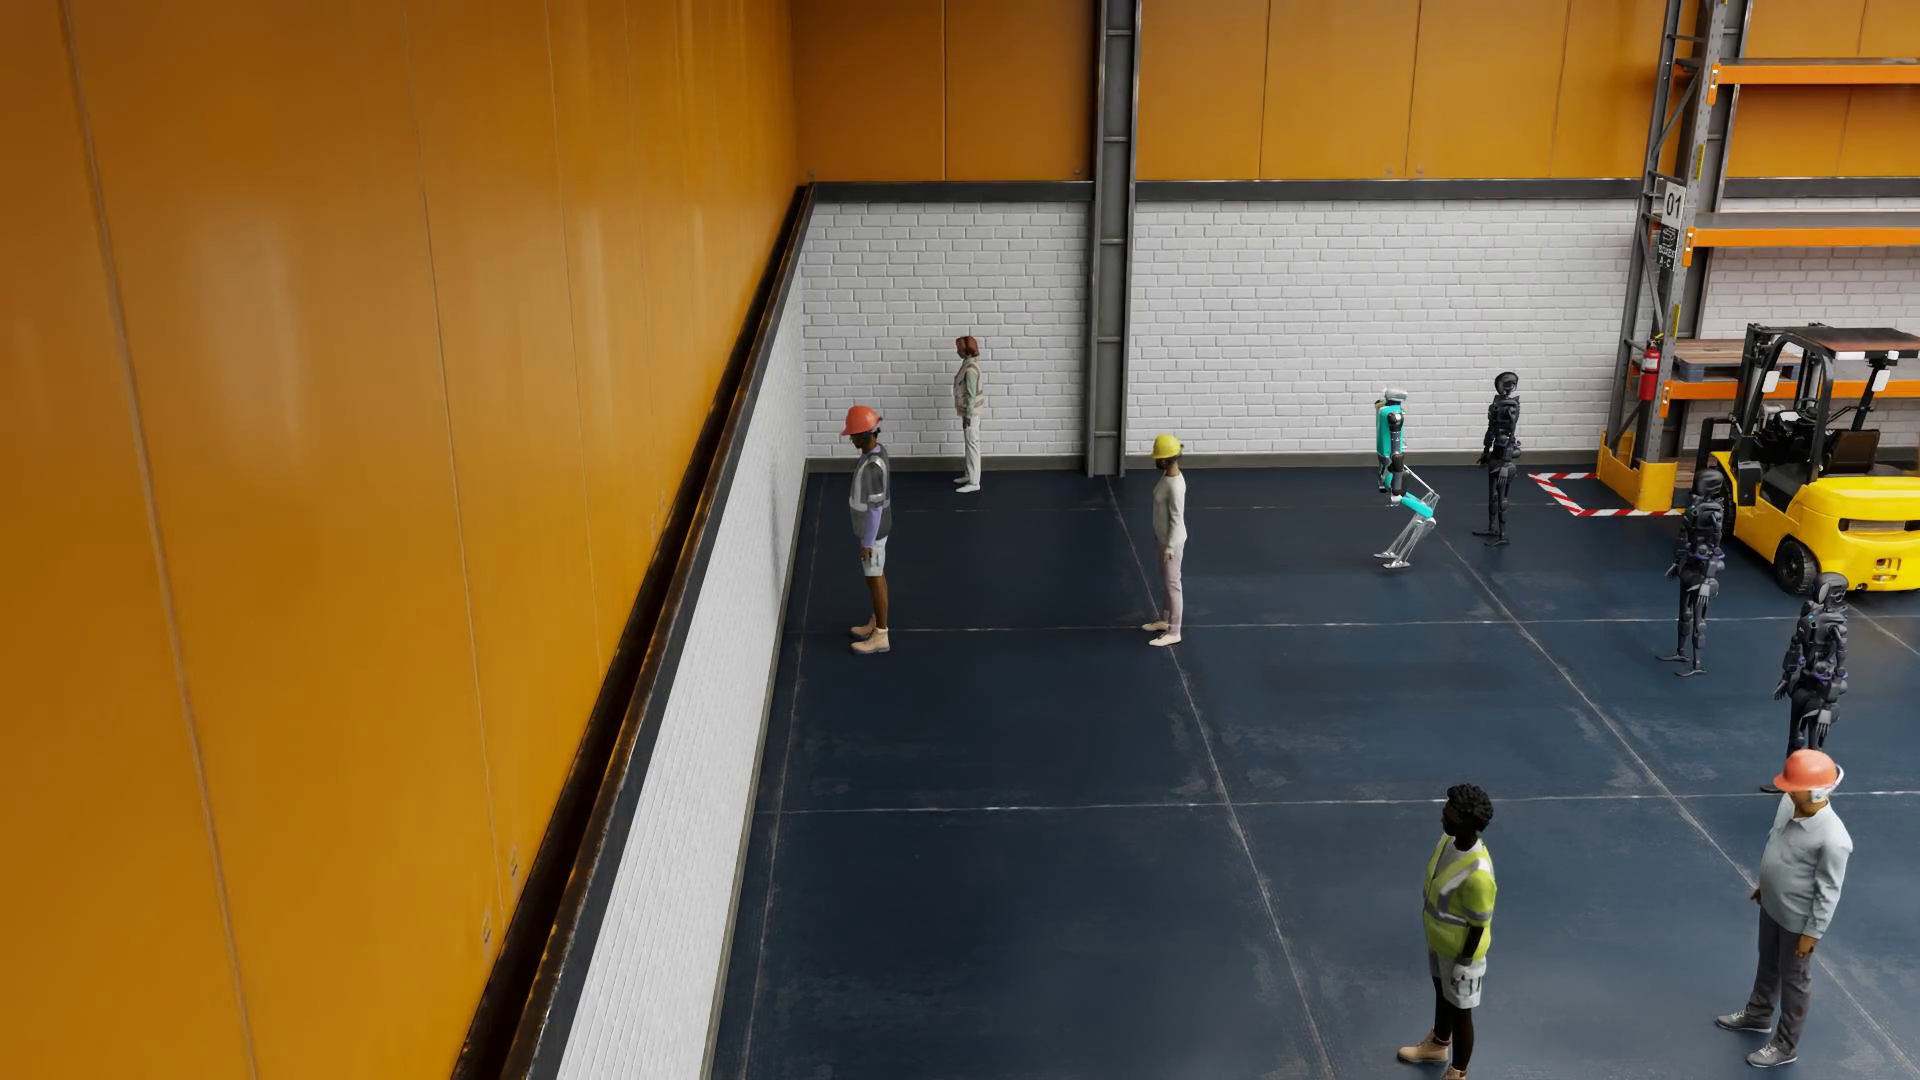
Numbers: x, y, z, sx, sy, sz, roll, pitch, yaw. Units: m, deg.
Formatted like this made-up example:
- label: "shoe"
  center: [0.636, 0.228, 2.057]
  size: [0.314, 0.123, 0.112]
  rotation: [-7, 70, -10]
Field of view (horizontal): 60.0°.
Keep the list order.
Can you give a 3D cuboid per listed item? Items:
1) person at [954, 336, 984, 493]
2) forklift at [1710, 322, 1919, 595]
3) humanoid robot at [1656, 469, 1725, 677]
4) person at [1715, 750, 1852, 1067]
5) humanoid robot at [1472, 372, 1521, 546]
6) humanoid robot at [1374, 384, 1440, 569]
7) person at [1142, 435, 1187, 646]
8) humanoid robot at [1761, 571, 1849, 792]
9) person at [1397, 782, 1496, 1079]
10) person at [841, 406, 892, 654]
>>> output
- label: "person"
  center: [0.091, -1.303, 17.099]
  size: [0.306, 1.639, 0.510]
  rotation: [-1, 20, -2]
- label: "forklift"
  center: [7.809, -0.792, 14.926]
  size: [1.214, 2.155, 2.313]
  rotation: [-1, 20, -2]
- label: "humanoid robot"
  center: [5.693, 0.240, 12.853]
  size: [0.315, 1.653, 0.599]
  rotation: [-1, 20, -2]
- label: "person"
  center: [4.191, 1.843, 8.425]
  size: [0.332, 1.743, 0.559]
  rotation: [-1, 20, -2]
- label: "humanoid robot"
  center: [5.062, -0.771, 15.592]
  size: [0.315, 1.653, 0.599]
  rotation: [-1, 20, -2]
- label: "humanoid robot"
  center: [4.004, -0.566, 14.772]
  size: [0.735, 1.677, 0.533]
  rotation: [-1, 20, -2]
- label: "person"
  center: [1.661, -0.005, 13.413]
  size: [0.319, 1.761, 0.521]
  rotation: [-1, 20, -2]
- label: "humanoid robot"
  center: [5.553, 0.985, 10.829]
  size: [0.315, 1.657, 0.599]
  rotation: [-1, 20, -2]
- label: "person"
  center: [2.420, 1.962, 8.171]
  size: [0.319, 1.696, 0.531]
  rotation: [-1, 20, -2]
- label: "person"
  center: [-0.733, -0.087, 13.243]
  size: [0.381, 2.035, 0.604]
  rotation: [-1, 20, -2]
